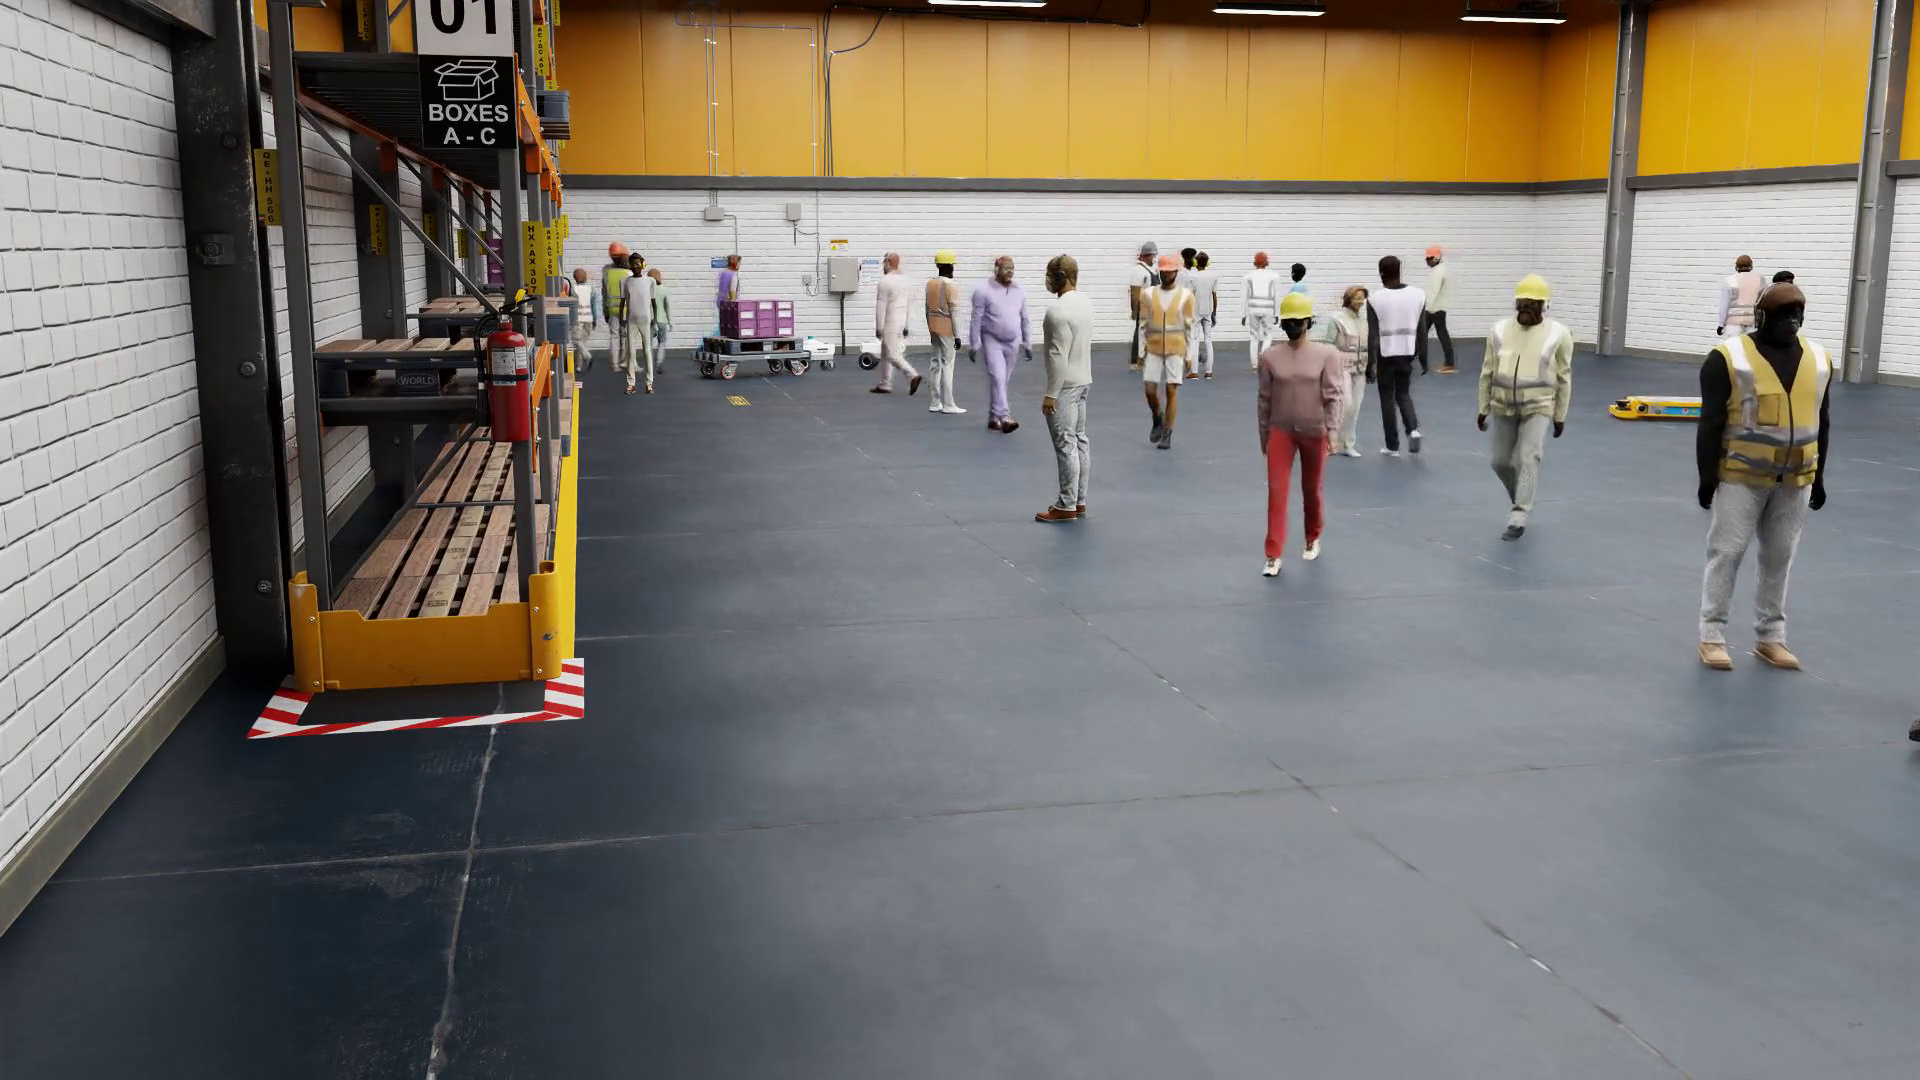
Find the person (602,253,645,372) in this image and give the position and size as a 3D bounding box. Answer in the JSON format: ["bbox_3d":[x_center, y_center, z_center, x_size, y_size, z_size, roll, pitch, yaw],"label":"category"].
[{"bbox_3d":[-5.198,-3.502,25.675,0.640,1.839,0.429,4,11,20],"label":"person"}]

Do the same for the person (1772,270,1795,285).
[{"bbox_3d":[9.156,-2.171,18.680,0.319,1.698,0.538,8,13,38],"label":"person"}]

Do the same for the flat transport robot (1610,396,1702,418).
[{"bbox_3d":[8.213,-1.509,18.971,1.431,0.197,0.652,3,11,15],"label":"flat transport robot"}]

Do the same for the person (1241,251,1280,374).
[{"bbox_3d":[4.571,-3.459,25.337,0.586,1.870,0.408,3,11,14],"label":"person"}]

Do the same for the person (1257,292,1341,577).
[{"bbox_3d":[2.098,-0.678,10.335,0.523,1.726,0.898,3,11,17],"label":"person"}]

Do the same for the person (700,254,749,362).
[{"bbox_3d":[-3.917,-3.831,27.600,0.765,1.806,0.605,-5,12,-27],"label":"person"}]

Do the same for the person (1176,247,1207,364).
[{"bbox_3d":[3.663,-3.859,27.442,0.970,1.923,0.612,3,11,17],"label":"person"}]

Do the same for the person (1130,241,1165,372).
[{"bbox_3d":[3.006,-3.636,25.854,0.840,2.000,0.692,4,11,20],"label":"person"}]

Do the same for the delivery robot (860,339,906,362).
[{"bbox_3d":[-1.212,-3.020,26.281,0.707,0.478,0.477,1,11,4],"label":"delivery robot"}]

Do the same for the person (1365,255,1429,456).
[{"bbox_3d":[4.092,-1.717,15.637,0.650,1.887,0.446,-2,10,-11],"label":"person"}]

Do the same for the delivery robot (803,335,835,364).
[{"bbox_3d":[-2.313,-2.944,25.878,0.707,0.478,0.477,-5,11,-27],"label":"delivery robot"}]

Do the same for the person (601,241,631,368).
[{"bbox_3d":[-5.401,-3.745,26.510,0.646,2.017,0.579,1,10,6],"label":"person"}]

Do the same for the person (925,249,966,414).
[{"bbox_3d":[-0.183,-2.452,19.597,0.359,1.930,0.588,-7,13,-36],"label":"person"}]

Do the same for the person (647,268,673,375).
[{"bbox_3d":[-4.574,-3.230,24.766,0.607,1.610,0.402,-2,10,-10],"label":"person"}]

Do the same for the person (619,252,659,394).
[{"bbox_3d":[-4.275,-2.878,22.125,0.531,1.870,0.316,-1,10,-8],"label":"person"}]

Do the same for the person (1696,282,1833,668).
[{"bbox_3d":[3.821,-0.297,7.910,0.633,1.840,0.429,0,10,-2],"label":"person"}]

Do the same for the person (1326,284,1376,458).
[{"bbox_3d":[3.668,-1.575,15.582,0.530,1.623,0.371,-5,11,-26],"label":"person"}]

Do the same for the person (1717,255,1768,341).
[{"bbox_3d":[10.512,-2.911,22.401,0.619,1.839,0.430,0,10,2],"label":"person"}]

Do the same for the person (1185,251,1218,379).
[{"bbox_3d":[3.526,-3.294,24.427,0.517,1.873,0.328,-2,11,-14],"label":"person"}]

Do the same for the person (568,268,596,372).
[{"bbox_3d":[-5.785,-3.359,25.496,0.529,1.607,0.670,-9,14,-42],"label":"person"}]

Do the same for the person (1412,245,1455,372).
[{"bbox_3d":[7.197,-3.544,25.611,1.010,1.937,0.627,1,10,6],"label":"person"}]

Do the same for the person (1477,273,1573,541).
[{"bbox_3d":[3.890,-0.925,11.450,0.603,1.817,0.677,7,13,35],"label":"person"}]

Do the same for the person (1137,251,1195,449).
[{"bbox_3d":[2.012,-1.849,16.260,0.563,1.927,0.422,3,11,15],"label":"person"}]

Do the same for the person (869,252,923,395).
[{"bbox_3d":[-0.849,-2.842,21.901,0.833,1.877,0.650,6,12,28],"label":"person"}]

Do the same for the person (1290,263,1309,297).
[{"bbox_3d":[5.134,-3.337,25.208,0.348,1.674,0.616,5,11,24],"label":"person"}]

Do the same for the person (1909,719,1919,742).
[{"bbox_3d":[4.145,-0.094,6.581,0.657,1.907,0.825,9,14,41],"label":"person"}]

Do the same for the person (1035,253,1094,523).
[{"bbox_3d":[0.758,-1.090,12.030,0.373,1.939,0.628,4,11,22],"label":"person"}]

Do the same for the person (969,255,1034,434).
[{"bbox_3d":[0.490,-2.050,17.551,0.683,1.863,0.959,-6,12,-31],"label":"person"}]
